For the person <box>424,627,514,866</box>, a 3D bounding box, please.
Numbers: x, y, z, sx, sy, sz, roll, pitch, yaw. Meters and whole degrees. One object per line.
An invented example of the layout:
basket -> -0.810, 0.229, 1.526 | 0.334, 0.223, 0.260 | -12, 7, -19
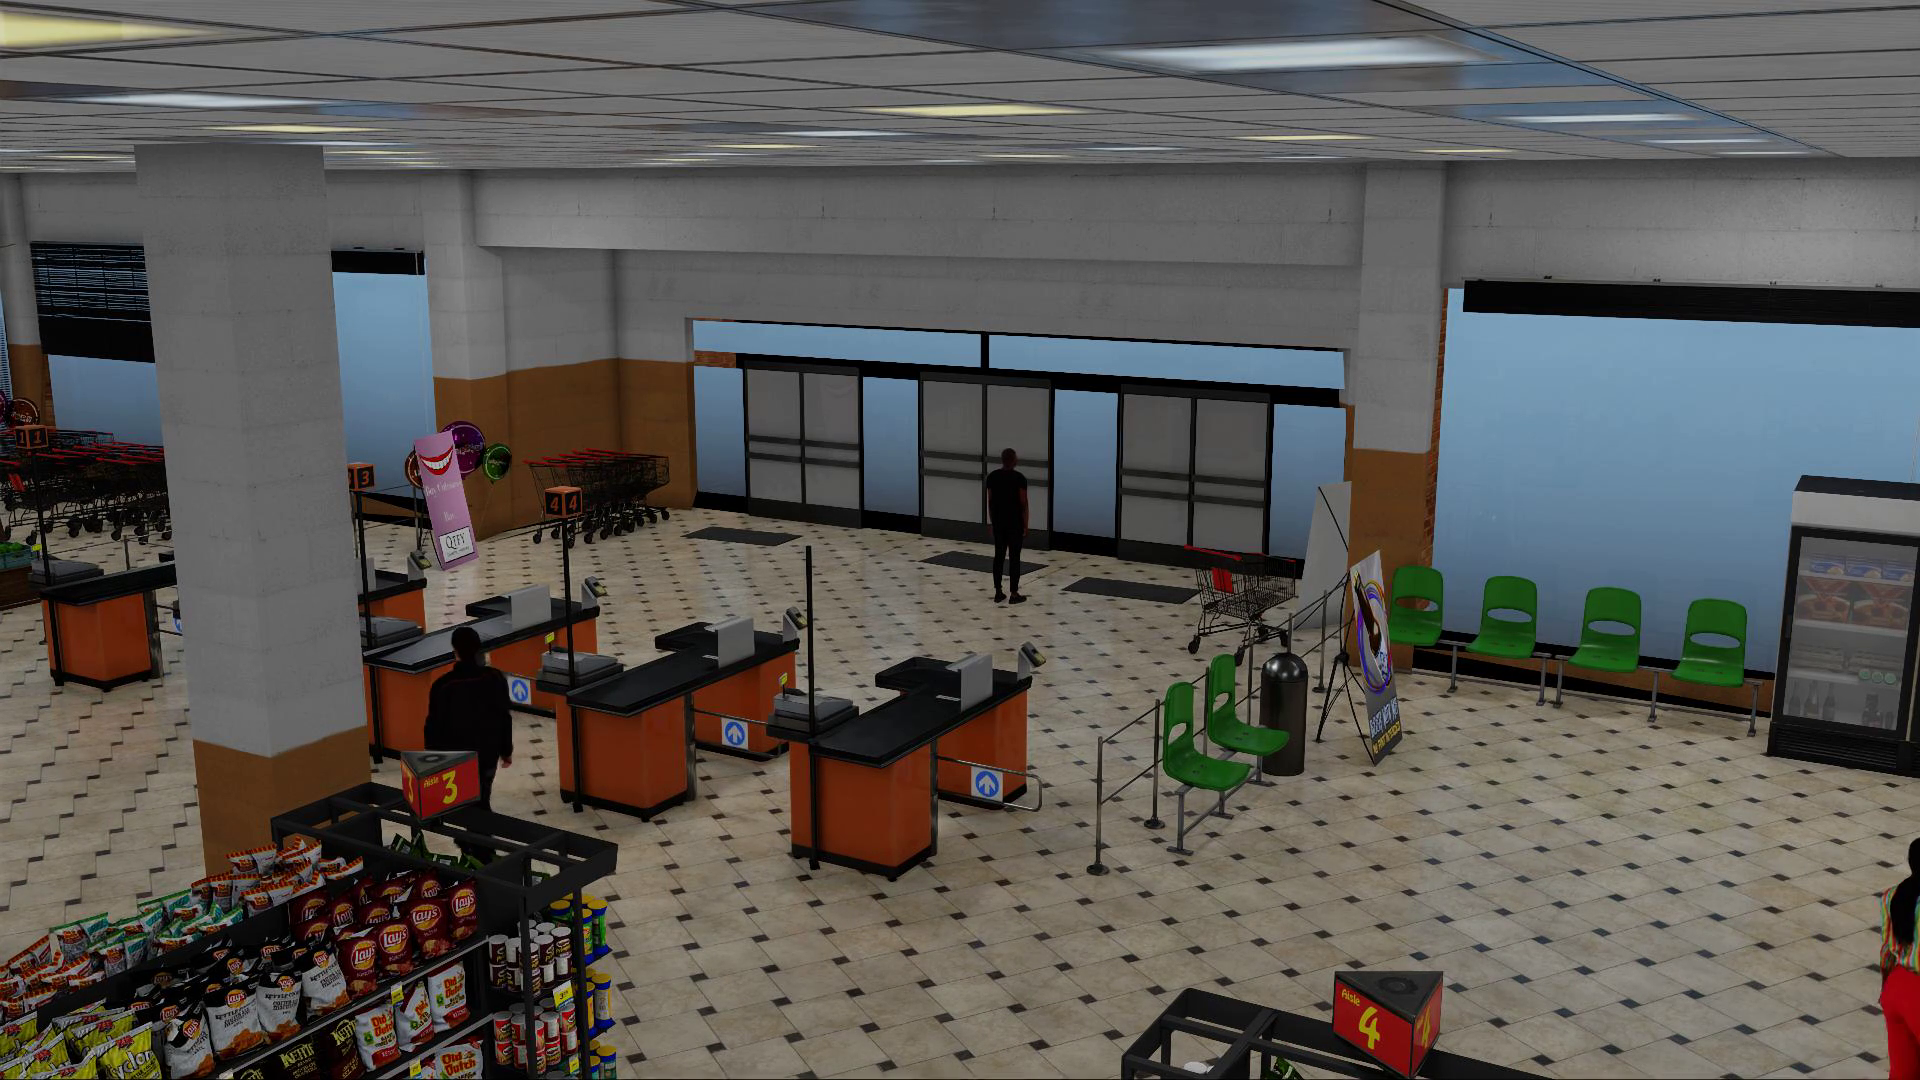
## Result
person -> -3.287, 1.528, 11.333 | 0.951, 1.797, 1.102 | 11, 16, 42

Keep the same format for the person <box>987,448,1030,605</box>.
person -> 0.554, -0.174, 19.361 | 0.663, 1.819, 0.532 | 6, 13, 28

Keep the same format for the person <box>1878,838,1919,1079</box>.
person -> 4.460, 2.268, 7.857 | 0.925, 1.781, 0.855 | -4, 12, -17
